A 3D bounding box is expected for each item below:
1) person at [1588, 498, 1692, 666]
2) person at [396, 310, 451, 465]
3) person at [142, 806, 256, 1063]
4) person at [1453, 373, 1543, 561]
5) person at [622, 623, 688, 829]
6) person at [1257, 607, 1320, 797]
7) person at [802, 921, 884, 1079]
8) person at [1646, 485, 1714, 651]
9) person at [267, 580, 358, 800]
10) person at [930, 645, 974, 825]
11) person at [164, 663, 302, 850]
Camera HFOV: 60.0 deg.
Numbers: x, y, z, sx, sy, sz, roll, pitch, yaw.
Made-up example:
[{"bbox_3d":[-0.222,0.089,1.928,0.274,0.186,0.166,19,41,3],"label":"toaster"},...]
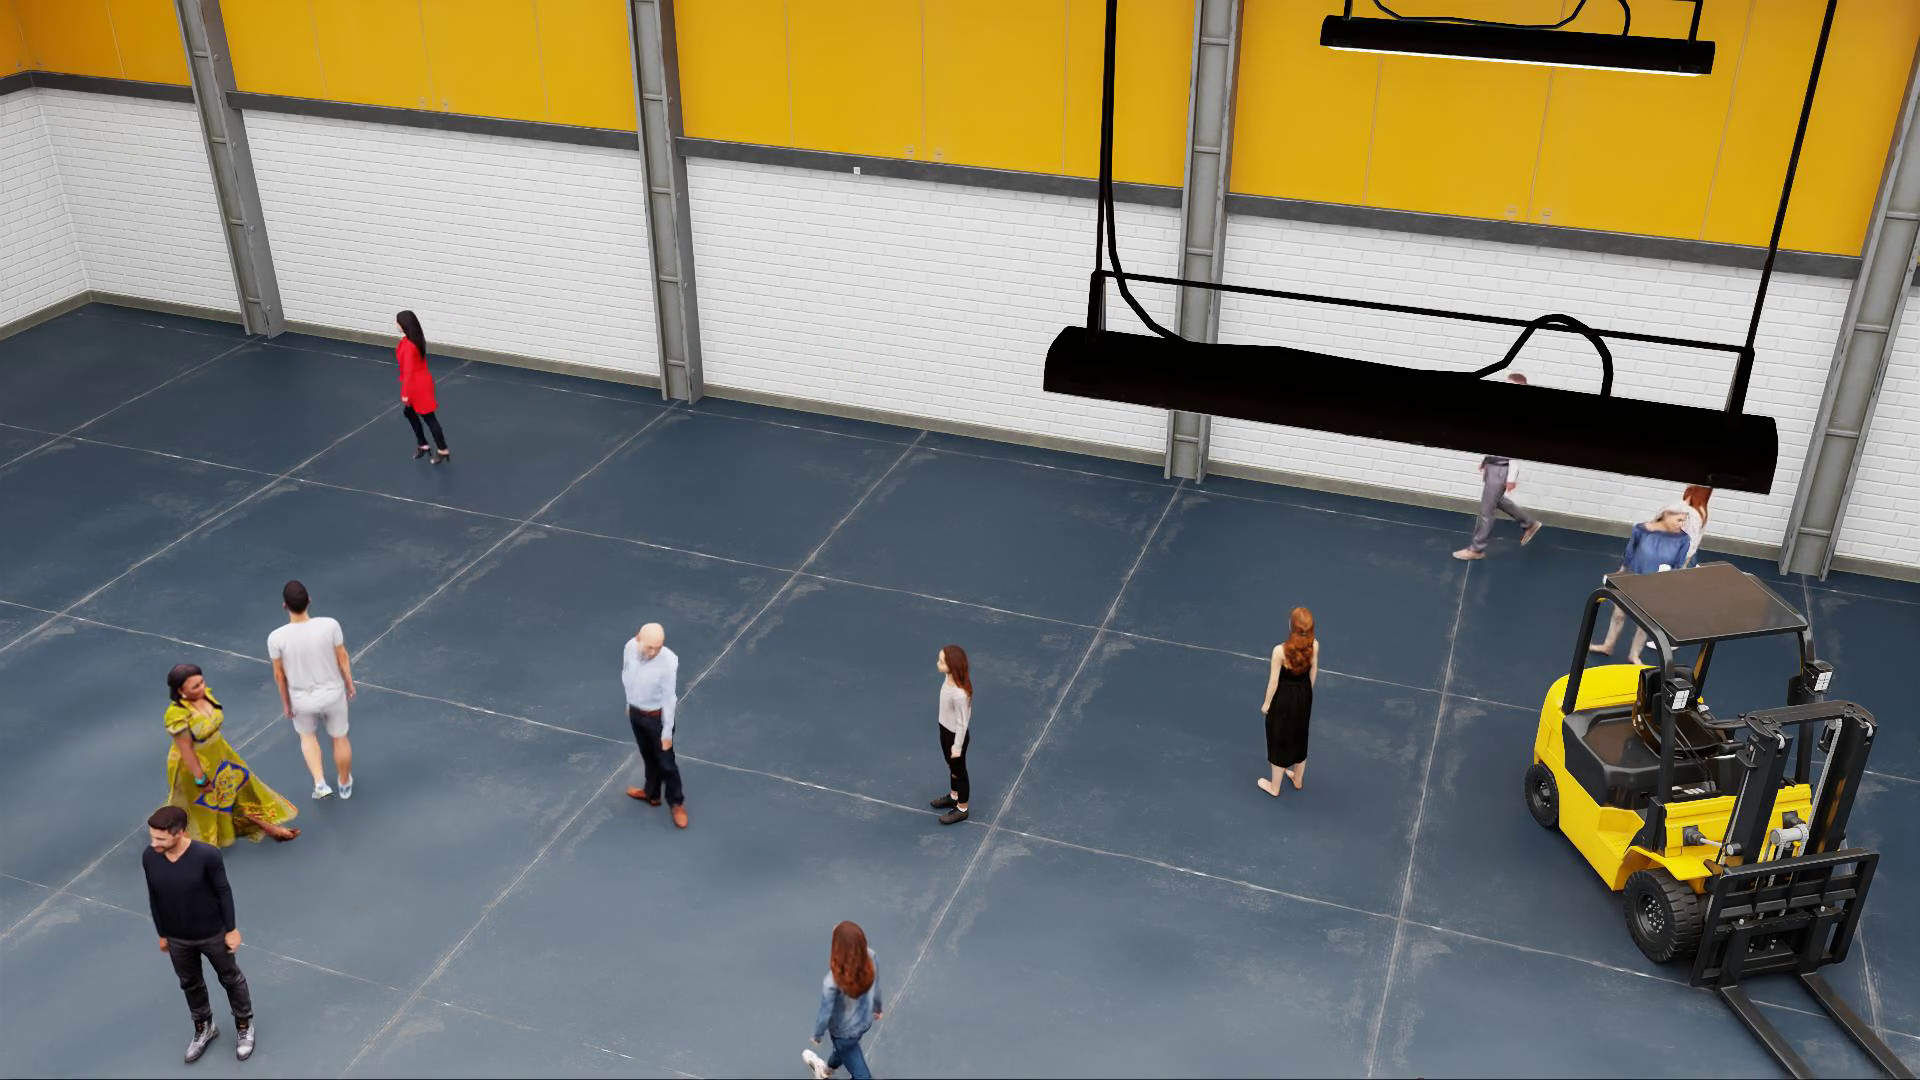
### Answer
[{"bbox_3d":[5.737,0.345,14.028,0.597,1.673,0.901,21,35,33],"label":"person"},{"bbox_3d":[-5.595,-1.585,17.502,0.787,1.734,0.742,-6,29,-11],"label":"person"},{"bbox_3d":[-4.641,2.363,10.126,0.626,1.867,0.770,-1,29,-2],"label":"person"},{"bbox_3d":[5.180,-0.690,15.669,1.135,1.917,0.851,0,29,0],"label":"person"},{"bbox_3d":[-2.297,1.282,12.220,0.936,1.759,0.592,-24,37,-37],"label":"person"},{"bbox_3d":[2.487,1.209,12.494,0.673,1.625,0.737,-11,31,-20],"label":"person"},{"bbox_3d":[-0.580,2.853,9.664,1.012,1.449,0.774,20,35,32],"label":"person"},{"bbox_3d":[6.232,0.145,14.335,0.486,1.728,0.568,9,30,16],"label":"person"},{"bbox_3d":[-4.744,1.179,12.317,0.863,1.846,0.924,-12,31,-21],"label":"person"},{"bbox_3d":[-0.036,1.415,12.262,0.653,1.485,0.619,-8,30,-14],"label":"person"},{"bbox_3d":[-5.453,1.597,11.793,1.266,1.614,0.986,2,29,3],"label":"person"}]
